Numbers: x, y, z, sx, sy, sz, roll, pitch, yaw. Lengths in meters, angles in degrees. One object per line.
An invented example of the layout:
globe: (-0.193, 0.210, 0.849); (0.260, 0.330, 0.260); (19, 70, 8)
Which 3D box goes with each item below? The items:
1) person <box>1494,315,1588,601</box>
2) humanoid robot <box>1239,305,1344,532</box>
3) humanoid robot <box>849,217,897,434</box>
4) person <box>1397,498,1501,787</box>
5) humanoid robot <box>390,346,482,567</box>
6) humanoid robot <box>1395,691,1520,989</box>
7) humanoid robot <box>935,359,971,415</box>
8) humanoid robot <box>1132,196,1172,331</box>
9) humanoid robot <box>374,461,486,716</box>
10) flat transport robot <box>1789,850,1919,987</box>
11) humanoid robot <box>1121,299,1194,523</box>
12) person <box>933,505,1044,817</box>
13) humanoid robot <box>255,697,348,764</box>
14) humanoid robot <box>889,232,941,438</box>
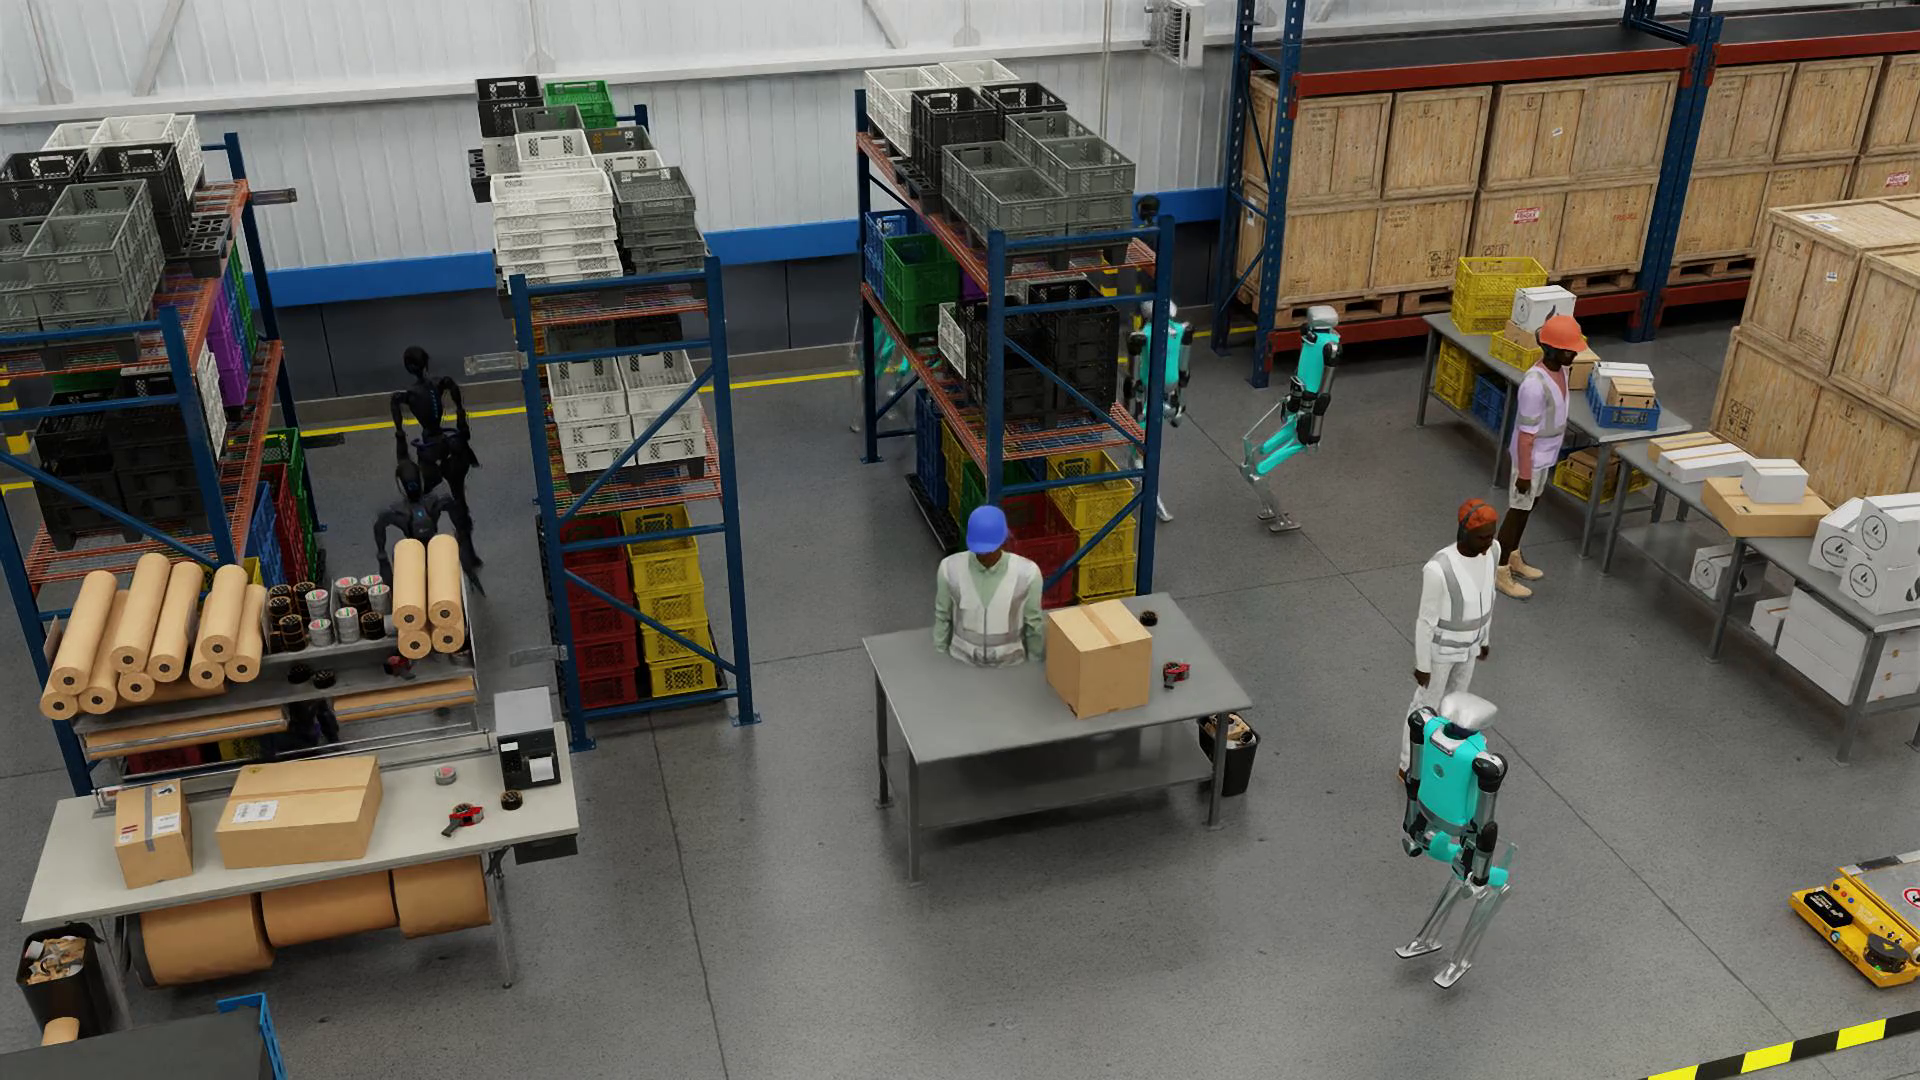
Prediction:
person: (3.953, -0.574, 11.366); (0.370, 2.042, 0.613); (17, 33, 29)
humanoid robot: (2.340, -0.870, 12.119); (0.740, 1.689, 0.533); (-5, 29, -10)
humanoid robot: (-0.783, -1.704, 13.838); (0.560, 1.853, 0.799); (20, 35, 32)
person: (2.777, 0.606, 9.388); (0.576, 1.882, 0.341); (-19, 34, -31)
humanoid robot: (-3.748, -0.611, 11.821); (0.643, 1.636, 0.614); (24, 37, 36)
humanoid robot: (2.469, 1.382, 7.979); (0.735, 1.681, 0.533); (-17, 33, -27)
humanoid robot: (-0.044, -1.812, 13.990); (0.366, 1.655, 0.589); (-2, 29, -3)
humanoid robot: (1.711, -2.233, 14.763); (0.392, 1.638, 0.612); (8, 30, 14)
humanoid robot: (-3.237, 0.269, 10.232); (0.602, 1.637, 0.692); (-17, 33, -28)
flat transport robot: (5.163, 1.916, 8.676); (1.431, 0.231, 0.659); (-8, 30, -14)
humanoid robot: (1.362, -1.060, 12.631); (0.557, 1.777, 1.056); (-12, 31, -20)
person: (0.153, 0.662, 9.220); (0.610, 1.945, 0.391); (4, 29, 6)
humanoid robot: (-3.351, 1.173, 8.601); (0.742, 1.630, 0.606); (6, 29, 11)
humanoid robot: (-0.341, -1.585, 13.561); (0.530, 1.805, 0.722); (14, 32, 24)
